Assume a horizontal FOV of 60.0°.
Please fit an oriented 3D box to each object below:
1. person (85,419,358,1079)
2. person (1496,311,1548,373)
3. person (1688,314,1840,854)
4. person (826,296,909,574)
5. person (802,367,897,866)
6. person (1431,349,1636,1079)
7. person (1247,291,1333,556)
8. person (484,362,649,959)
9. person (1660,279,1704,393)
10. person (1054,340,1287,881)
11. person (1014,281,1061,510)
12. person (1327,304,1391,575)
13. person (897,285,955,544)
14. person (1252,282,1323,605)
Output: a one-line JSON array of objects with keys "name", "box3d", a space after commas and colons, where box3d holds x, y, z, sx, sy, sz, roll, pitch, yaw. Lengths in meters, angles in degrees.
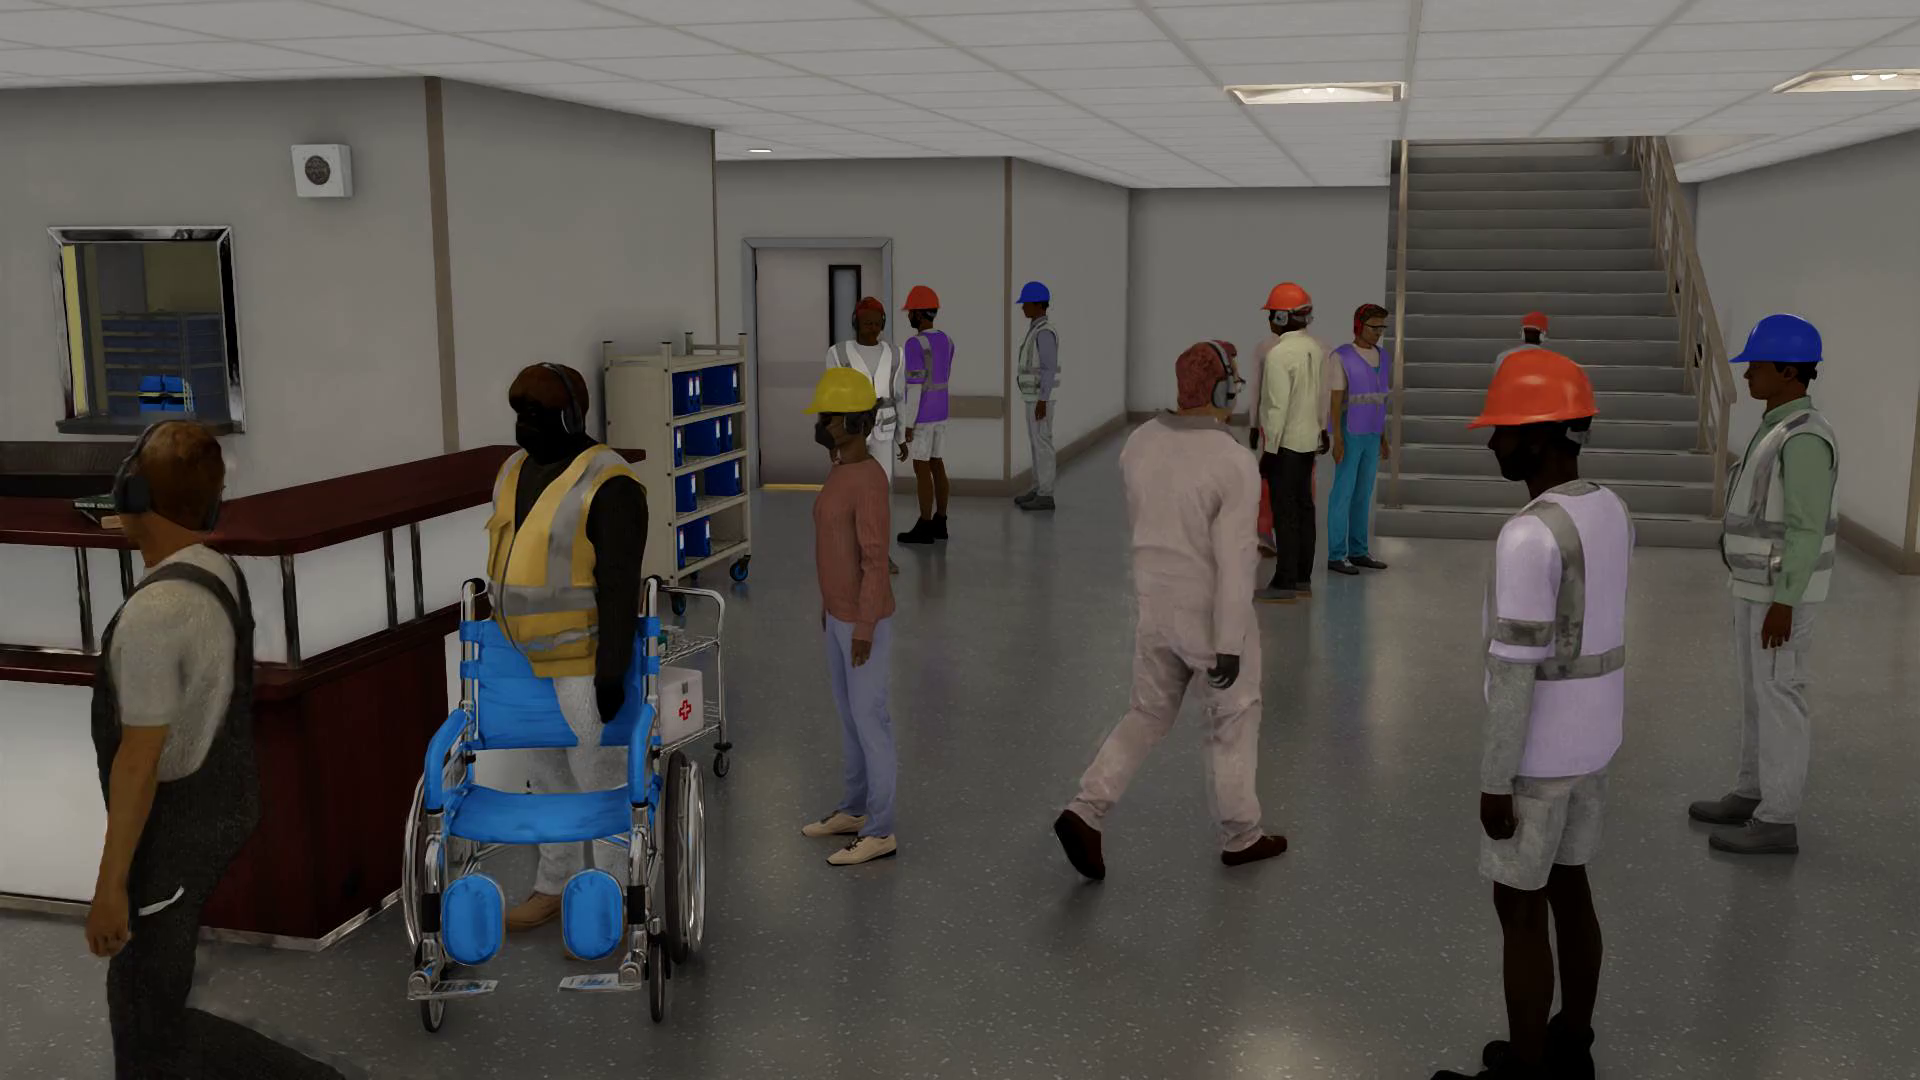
[{"name": "person", "box3d": [-1.653, 0.647, 3.583, 0.716, 1.811, 0.527, -2, 10, -11]}, {"name": "person", "box3d": [4.749, -1.041, 13.822, 0.582, 1.697, 0.910, 6, 11, 32]}, {"name": "person", "box3d": [2.943, 0.162, 6.032, 0.389, 1.948, 0.607, 2, 10, 13]}, {"name": "person", "box3d": [-0.626, -0.695, 11.259, 0.573, 1.887, 0.355, -4, 10, -23]}, {"name": "person", "box3d": [-0.396, 0.269, 5.945, 0.313, 1.769, 0.525, -3, 10, -19]}, {"name": "person", "box3d": [1.420, 0.497, 4.123, 0.390, 1.929, 0.545, 9, 13, 44]}, {"name": "person", "box3d": [2.373, -0.847, 12.069, 0.632, 1.947, 1.001, 4, 11, 23]}, {"name": "person", "box3d": [-1.239, 0.366, 5.176, 0.627, 1.836, 0.428, 8, 13, 40]}, {"name": "person", "box3d": [7.585, -1.813, 17.669, 0.645, 1.947, 0.402, 0, 10, -3]}, {"name": "person", "box3d": [0.765, 0.253, 5.710, 0.874, 1.881, 0.642, -8, 12, -38]}, {"name": "person", "box3d": [0.663, -1.230, 14.228, 0.395, 1.944, 0.614, -1, 10, -6]}, {"name": "person", "box3d": [2.728, -0.695, 11.407, 0.563, 1.838, 0.390, -8, 13, -40]}, {"name": "person", "box3d": [-0.272, -0.941, 12.547, 0.352, 1.940, 0.545, 5, 11, 29]}, {"name": "person", "box3d": [2.031, -0.597, 10.356, 0.384, 1.996, 0.610, 7, 12, 36]}]
